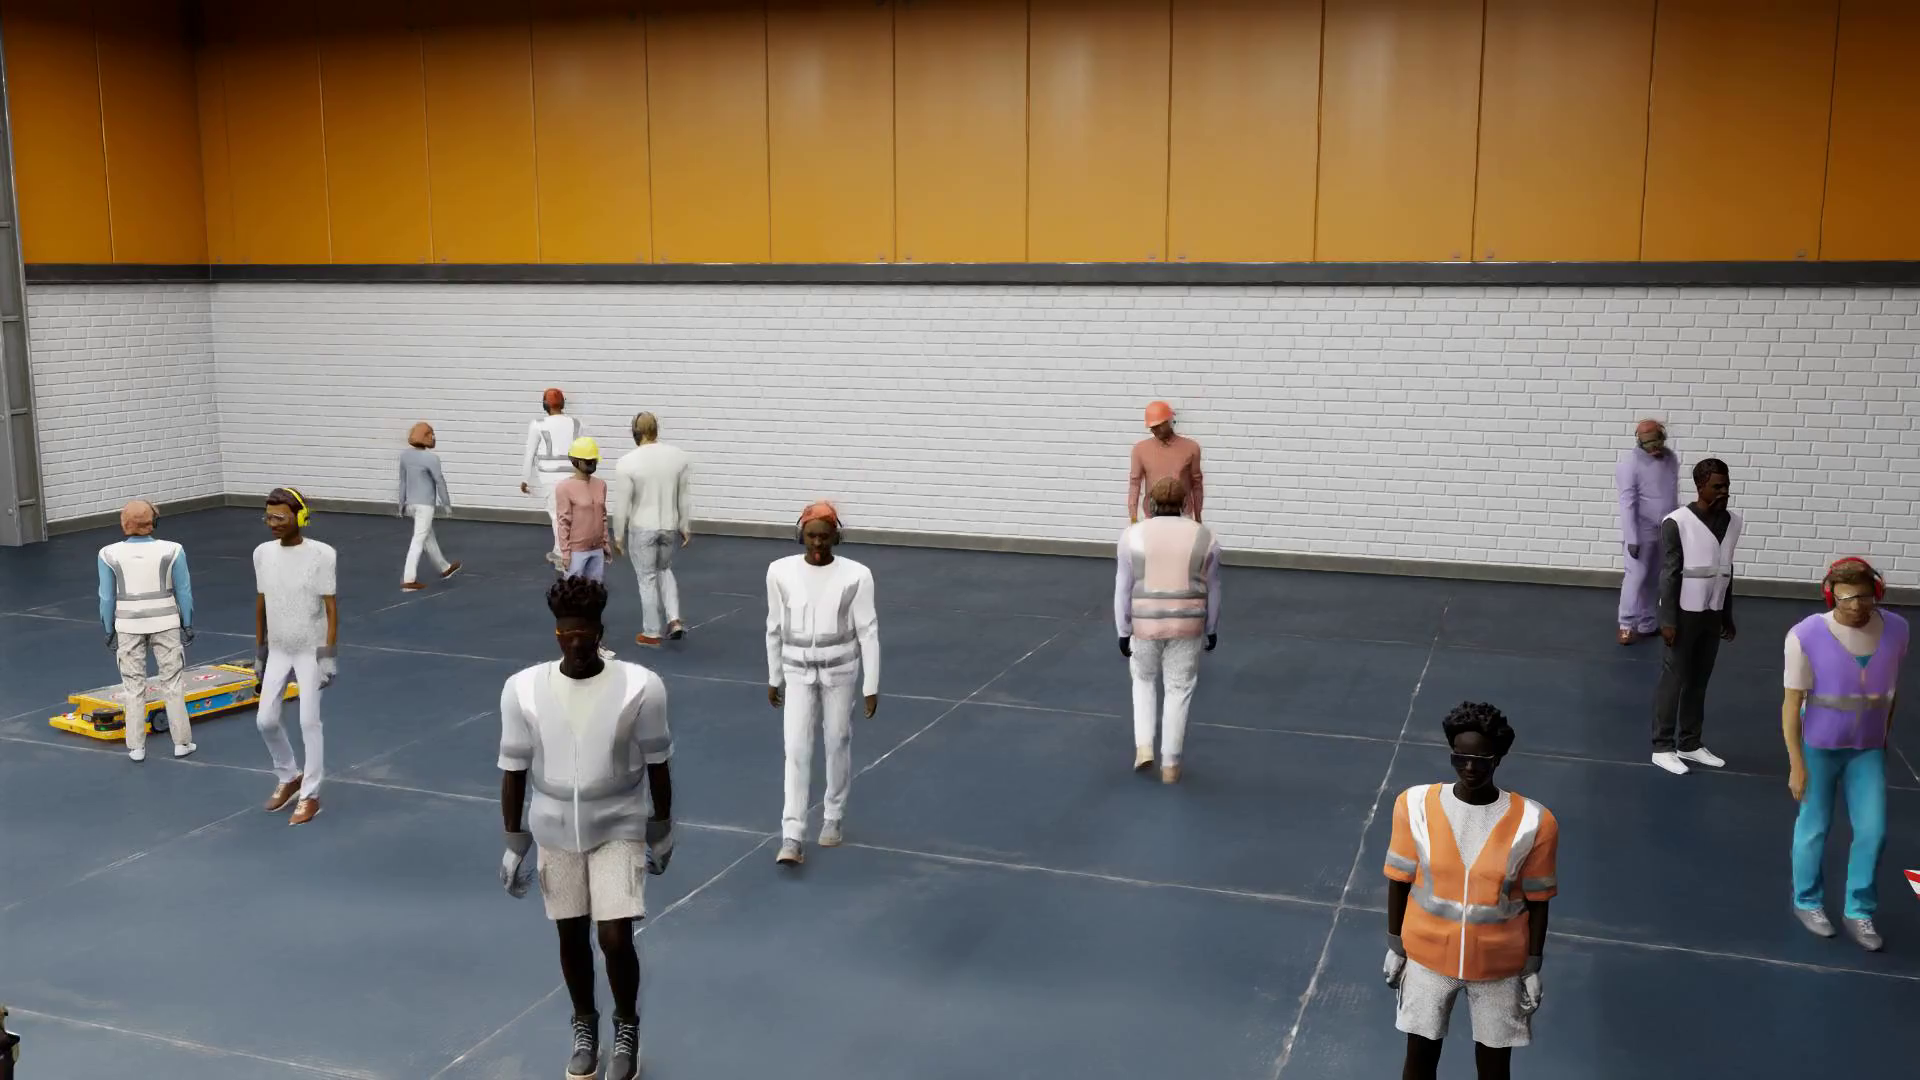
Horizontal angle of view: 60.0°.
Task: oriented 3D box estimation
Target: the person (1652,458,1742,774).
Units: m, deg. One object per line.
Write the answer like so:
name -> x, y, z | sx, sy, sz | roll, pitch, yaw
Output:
person -> 4.496, 0.449, 10.160 | 0.590, 1.920, 0.399 | -4, 10, -25

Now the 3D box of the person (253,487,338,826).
person -> -3.681, 0.638, 9.192 | 0.548, 1.857, 0.413 | 1, 9, 7

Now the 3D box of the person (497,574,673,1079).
person -> -1.378, 1.084, 6.117 | 0.611, 1.949, 0.558 | 0, 9, 1

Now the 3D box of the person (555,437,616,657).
person -> -2.911, 0.077, 12.946 | 0.314, 1.768, 0.522 | 5, 11, 31

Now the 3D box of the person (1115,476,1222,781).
person -> 1.244, 0.531, 9.945 | 0.632, 1.823, 0.455 | 1, 9, 8

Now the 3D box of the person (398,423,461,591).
person -> -5.119, -0.336, 16.044 | 0.525, 1.588, 0.851 | 6, 11, 32

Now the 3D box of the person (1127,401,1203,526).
person -> 1.762, -0.232, 14.283 | 0.638, 1.946, 0.614 | 1, 9, 9

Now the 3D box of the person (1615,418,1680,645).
person -> 5.681, -0.074, 13.597 | 0.789, 1.866, 0.399 | -6, 11, -32

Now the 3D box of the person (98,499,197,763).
person -> -5.035, 0.564, 10.321 | 0.523, 1.636, 0.311 | -3, 10, -20

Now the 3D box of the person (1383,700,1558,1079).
person -> 1.613, 1.341, 5.317 | 0.534, 1.697, 0.318 | 3, 10, 20

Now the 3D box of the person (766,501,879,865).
person -> -0.722, 0.737, 8.559 | 0.606, 1.852, 0.802 | 1, 9, 4

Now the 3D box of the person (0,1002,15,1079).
person -> -1.615, 1.652, 2.678 | 0.628, 1.927, 0.506 | 0, 9, 0

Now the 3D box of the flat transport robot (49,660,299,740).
flat transport robot -> -5.348, 1.075, 11.372 | 0.652, 0.197, 1.431 | 6, 11, 32

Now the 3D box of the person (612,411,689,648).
person -> -2.489, -0.074, 13.360 | 0.661, 1.927, 0.416 | -8, 12, -41

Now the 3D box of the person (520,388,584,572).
person -> -4.175, -0.619, 16.997 | 0.579, 1.844, 0.834 | -8, 12, -40

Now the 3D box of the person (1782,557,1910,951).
person -> 3.929, 0.943, 7.465 | 0.600, 1.793, 0.582 | 0, 9, -2
